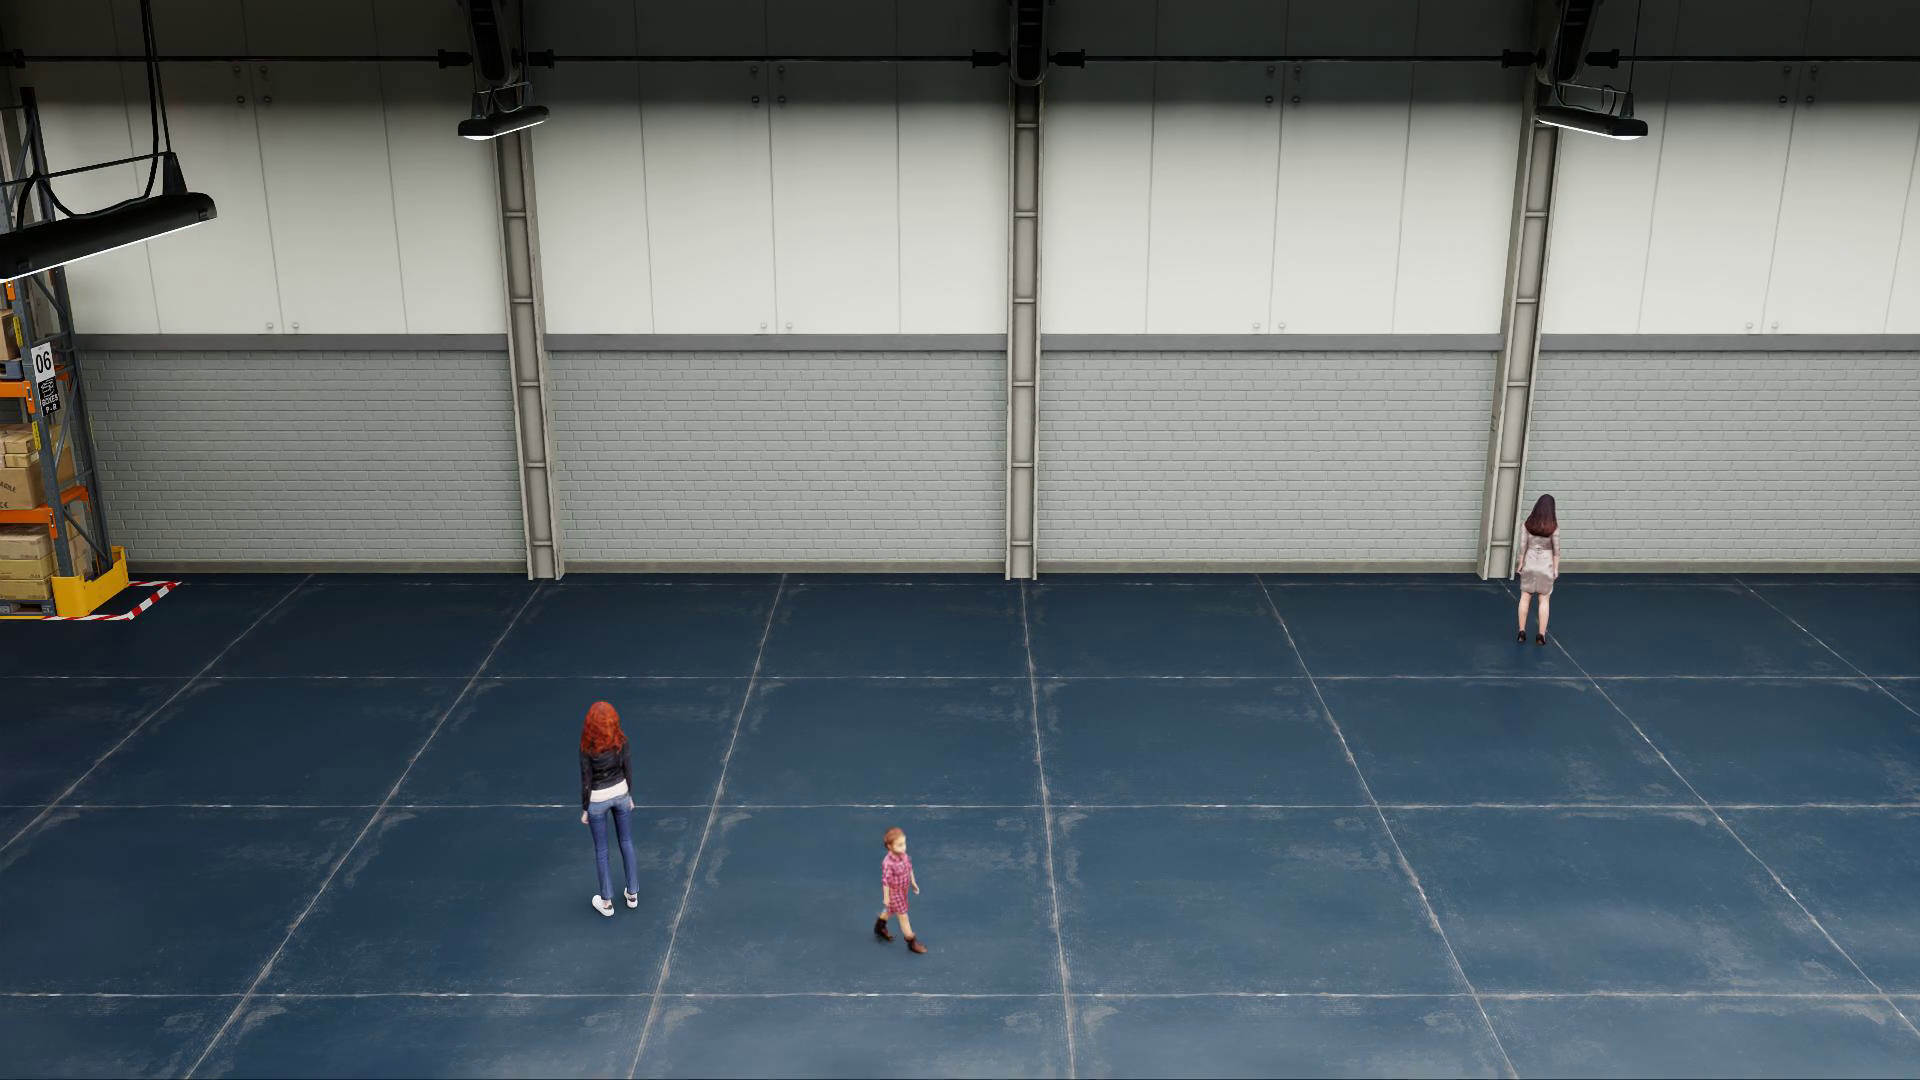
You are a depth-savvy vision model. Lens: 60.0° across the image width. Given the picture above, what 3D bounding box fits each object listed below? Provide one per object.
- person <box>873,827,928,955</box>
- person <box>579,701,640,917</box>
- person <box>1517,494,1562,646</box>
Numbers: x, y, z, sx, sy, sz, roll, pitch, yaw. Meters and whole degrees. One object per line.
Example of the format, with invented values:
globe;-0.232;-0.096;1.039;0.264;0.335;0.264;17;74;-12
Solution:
person;-0.514;2.637;12.694;0.784;1.007;0.643;11;21;30
person;-2.773;2.095;13.101;0.619;1.787;0.721;-11;21;-30
person;6.454;0.337;18.570;0.617;1.743;0.728;11;21;30
